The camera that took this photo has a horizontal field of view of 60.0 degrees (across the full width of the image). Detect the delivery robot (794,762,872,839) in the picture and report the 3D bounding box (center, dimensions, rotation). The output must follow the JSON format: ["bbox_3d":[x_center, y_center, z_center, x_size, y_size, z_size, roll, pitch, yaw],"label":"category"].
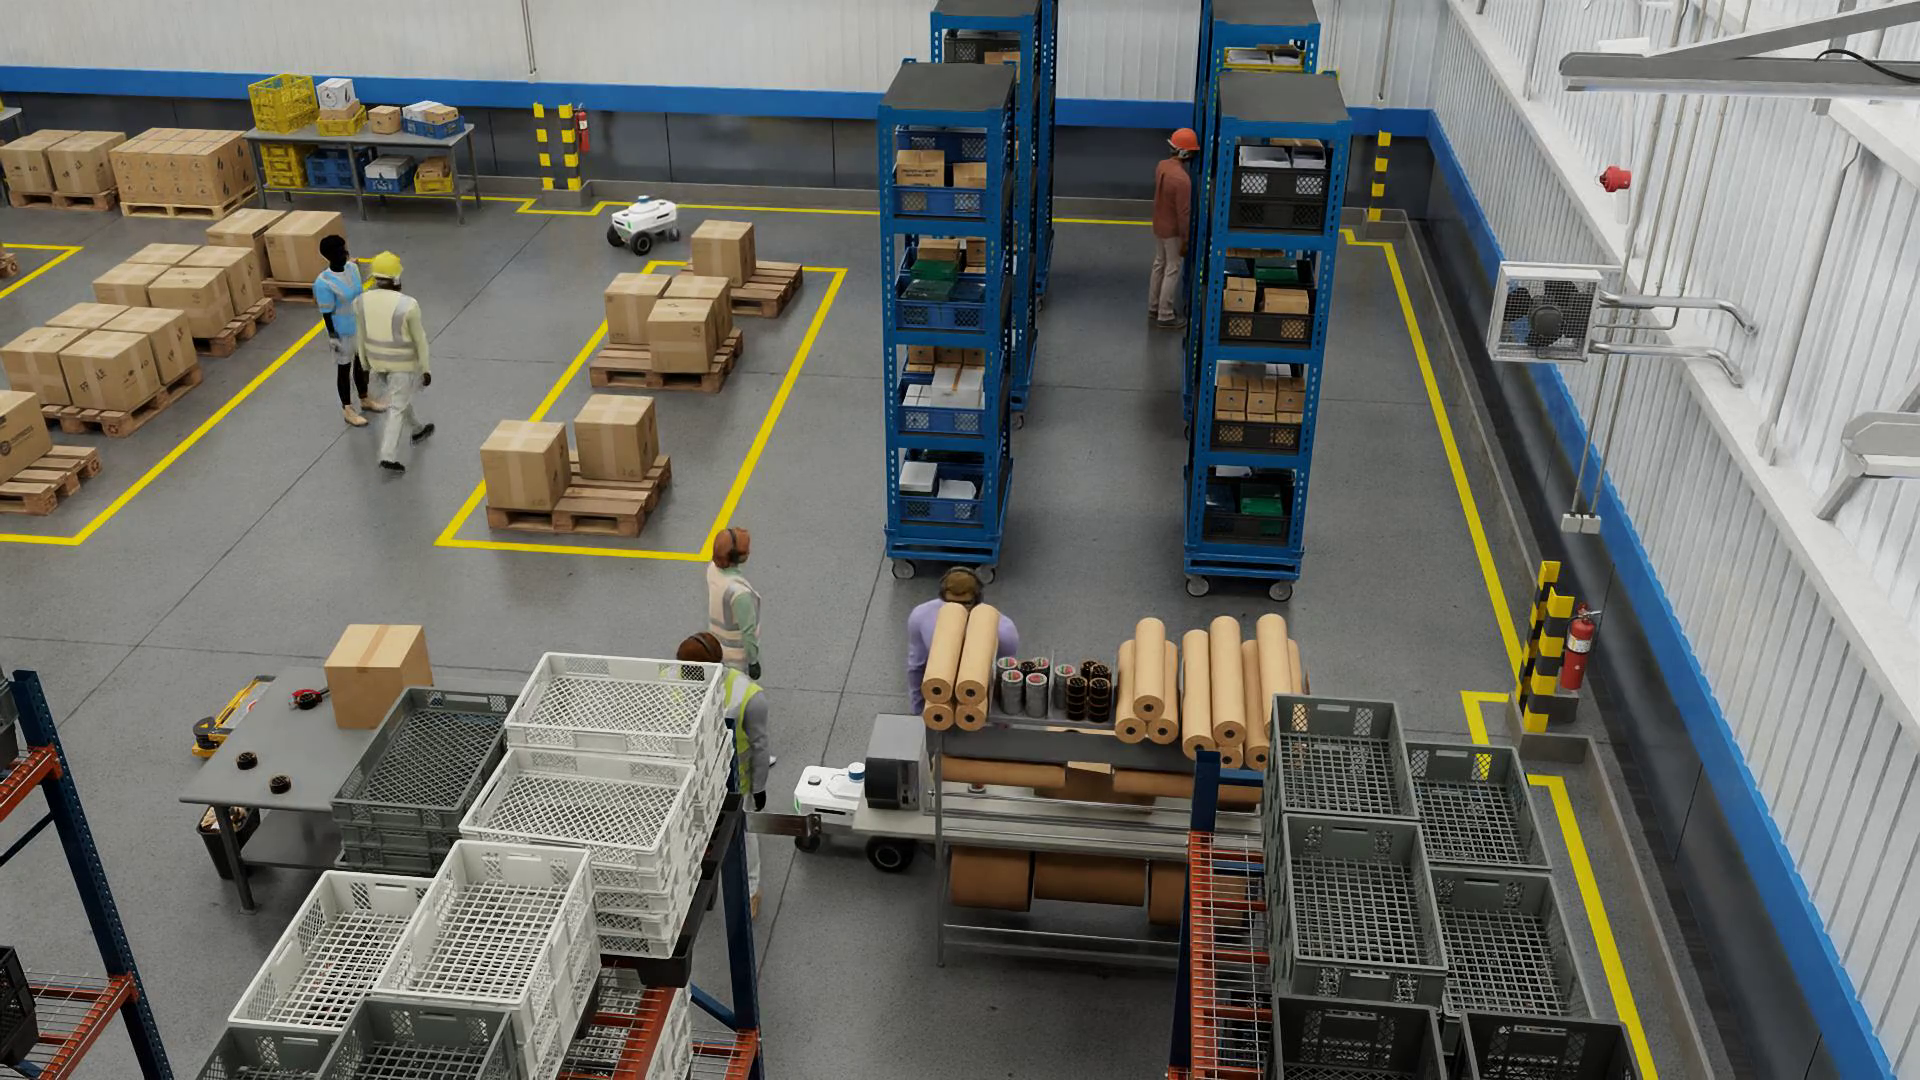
[{"bbox_3d":[-0.595,1.514,9.675,0.707,0.478,0.477,6,31,10],"label":"delivery robot"}]

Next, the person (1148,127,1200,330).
[{"bbox_3d":[2.076,-3.022,16.152,0.412,1.983,0.619,-10,32,-16],"label":"person"}]

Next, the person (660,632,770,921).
[{"bbox_3d":[-1.323,1.275,8.909,0.627,1.840,0.429,9,31,14],"label":"person"}]

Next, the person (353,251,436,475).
[{"bbox_3d":[-4.679,-1.457,13.674,0.604,1.777,0.979,9,31,15],"label":"person"}]

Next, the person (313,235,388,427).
[{"bbox_3d":[-5.284,-1.828,14.376,0.316,1.695,0.541,9,32,16],"label":"person"}]

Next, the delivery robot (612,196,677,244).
[{"bbox_3d":[-3.484,-3.562,18.395,0.477,0.478,0.707,25,38,36],"label":"delivery robot"}]

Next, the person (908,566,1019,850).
[{"bbox_3d":[0.014,0.957,9.370,0.630,1.932,0.366,9,31,15],"label":"person"}]

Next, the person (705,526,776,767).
[{"bbox_3d":[-1.368,0.657,10.168,0.311,1.636,0.522,-17,34,-27],"label":"person"}]
